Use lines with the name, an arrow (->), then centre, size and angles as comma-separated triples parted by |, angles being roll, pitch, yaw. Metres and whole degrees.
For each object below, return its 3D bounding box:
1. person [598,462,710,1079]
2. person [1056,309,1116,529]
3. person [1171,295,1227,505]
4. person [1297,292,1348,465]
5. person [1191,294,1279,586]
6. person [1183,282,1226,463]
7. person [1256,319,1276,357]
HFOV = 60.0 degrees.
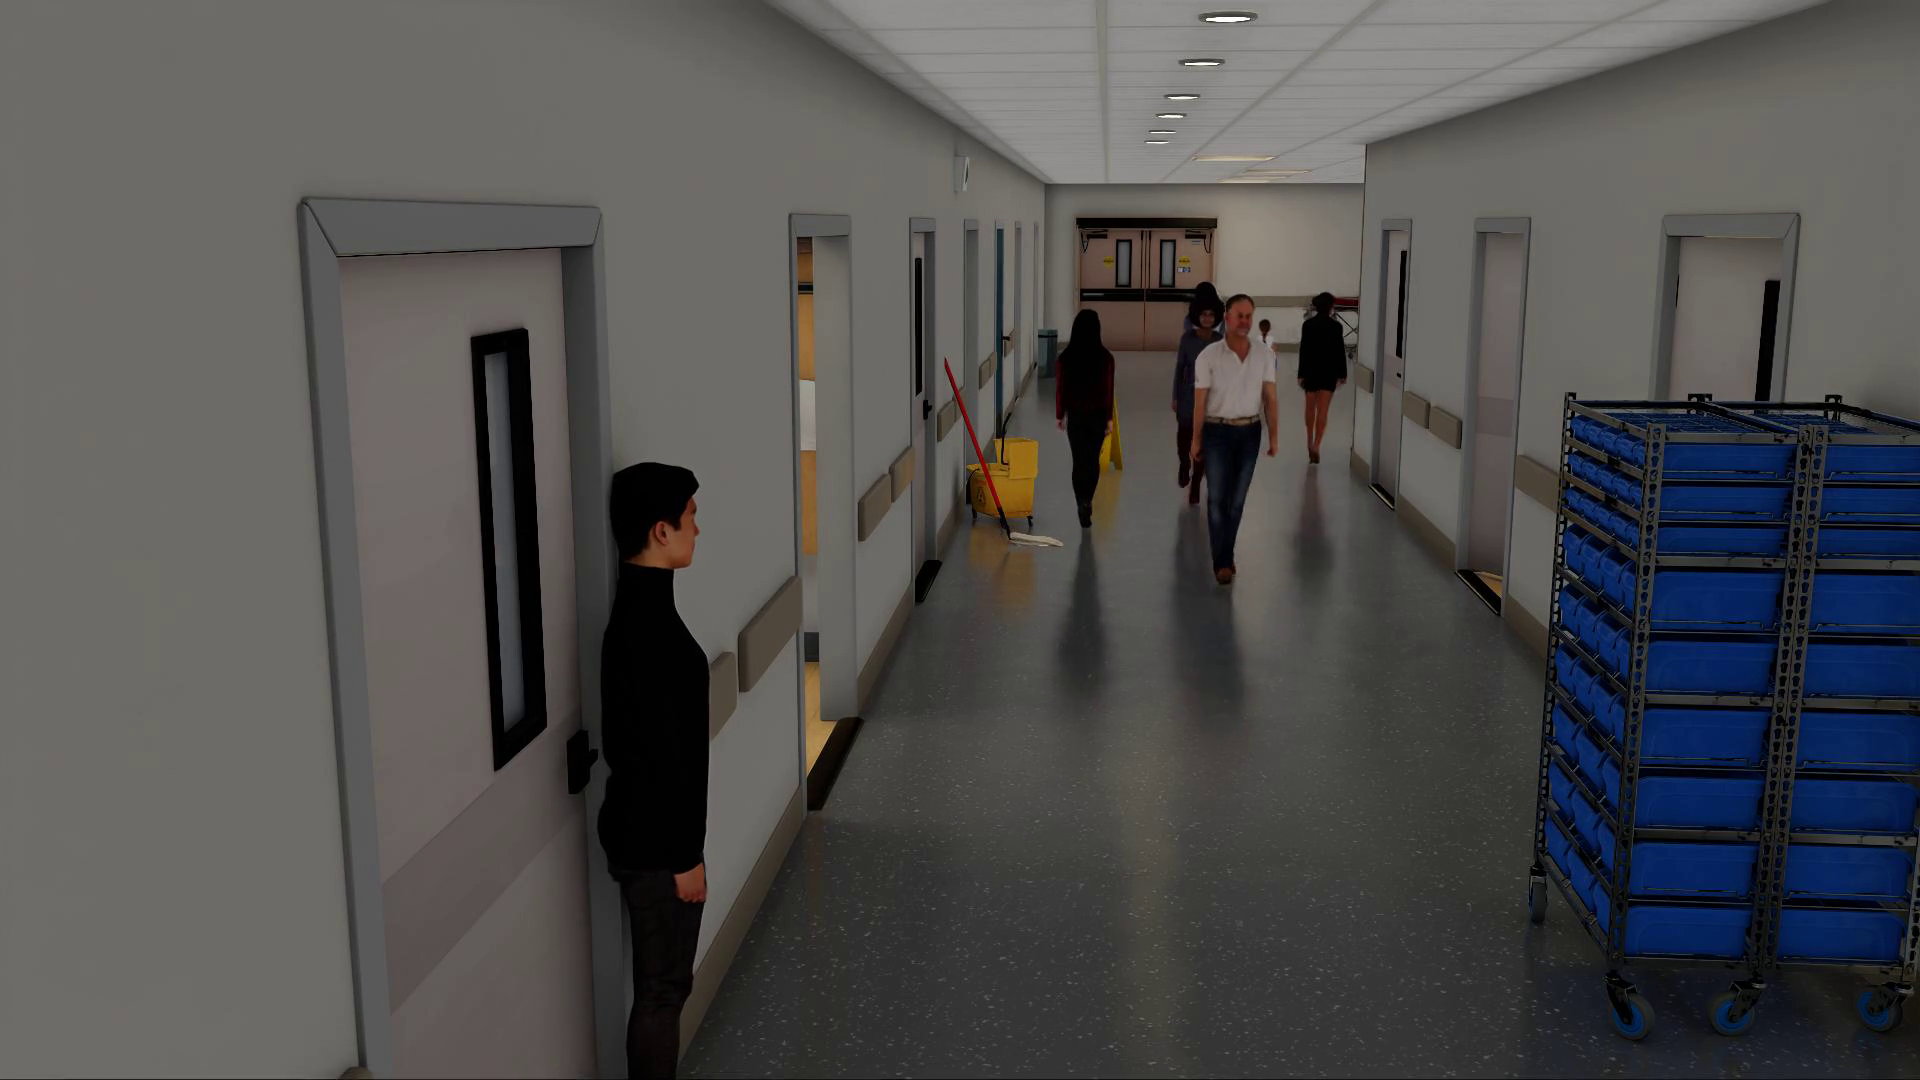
person -> -0.745, 0.669, 4.011 | 0.779, 1.721, 0.638 | -4, 12, -22
person -> 0.942, -0.861, 12.387 | 0.596, 1.605, 1.051 | 1, 11, 6
person -> 1.967, -1.152, 13.674 | 0.604, 1.696, 0.722 | 2, 11, 9
person -> 3.413, -1.516, 15.785 | 0.720, 1.624, 0.833 | 5, 12, 25
person -> 1.730, -0.641, 10.670 | 0.769, 1.812, 1.164 | 0, 11, -1
person -> 2.340, -1.621, 16.043 | 0.649, 1.733, 0.617 | -3, 11, -16
person -> 4.111, -2.457, 22.383 | 0.442, 1.013, 0.619 | 1, 11, 8
